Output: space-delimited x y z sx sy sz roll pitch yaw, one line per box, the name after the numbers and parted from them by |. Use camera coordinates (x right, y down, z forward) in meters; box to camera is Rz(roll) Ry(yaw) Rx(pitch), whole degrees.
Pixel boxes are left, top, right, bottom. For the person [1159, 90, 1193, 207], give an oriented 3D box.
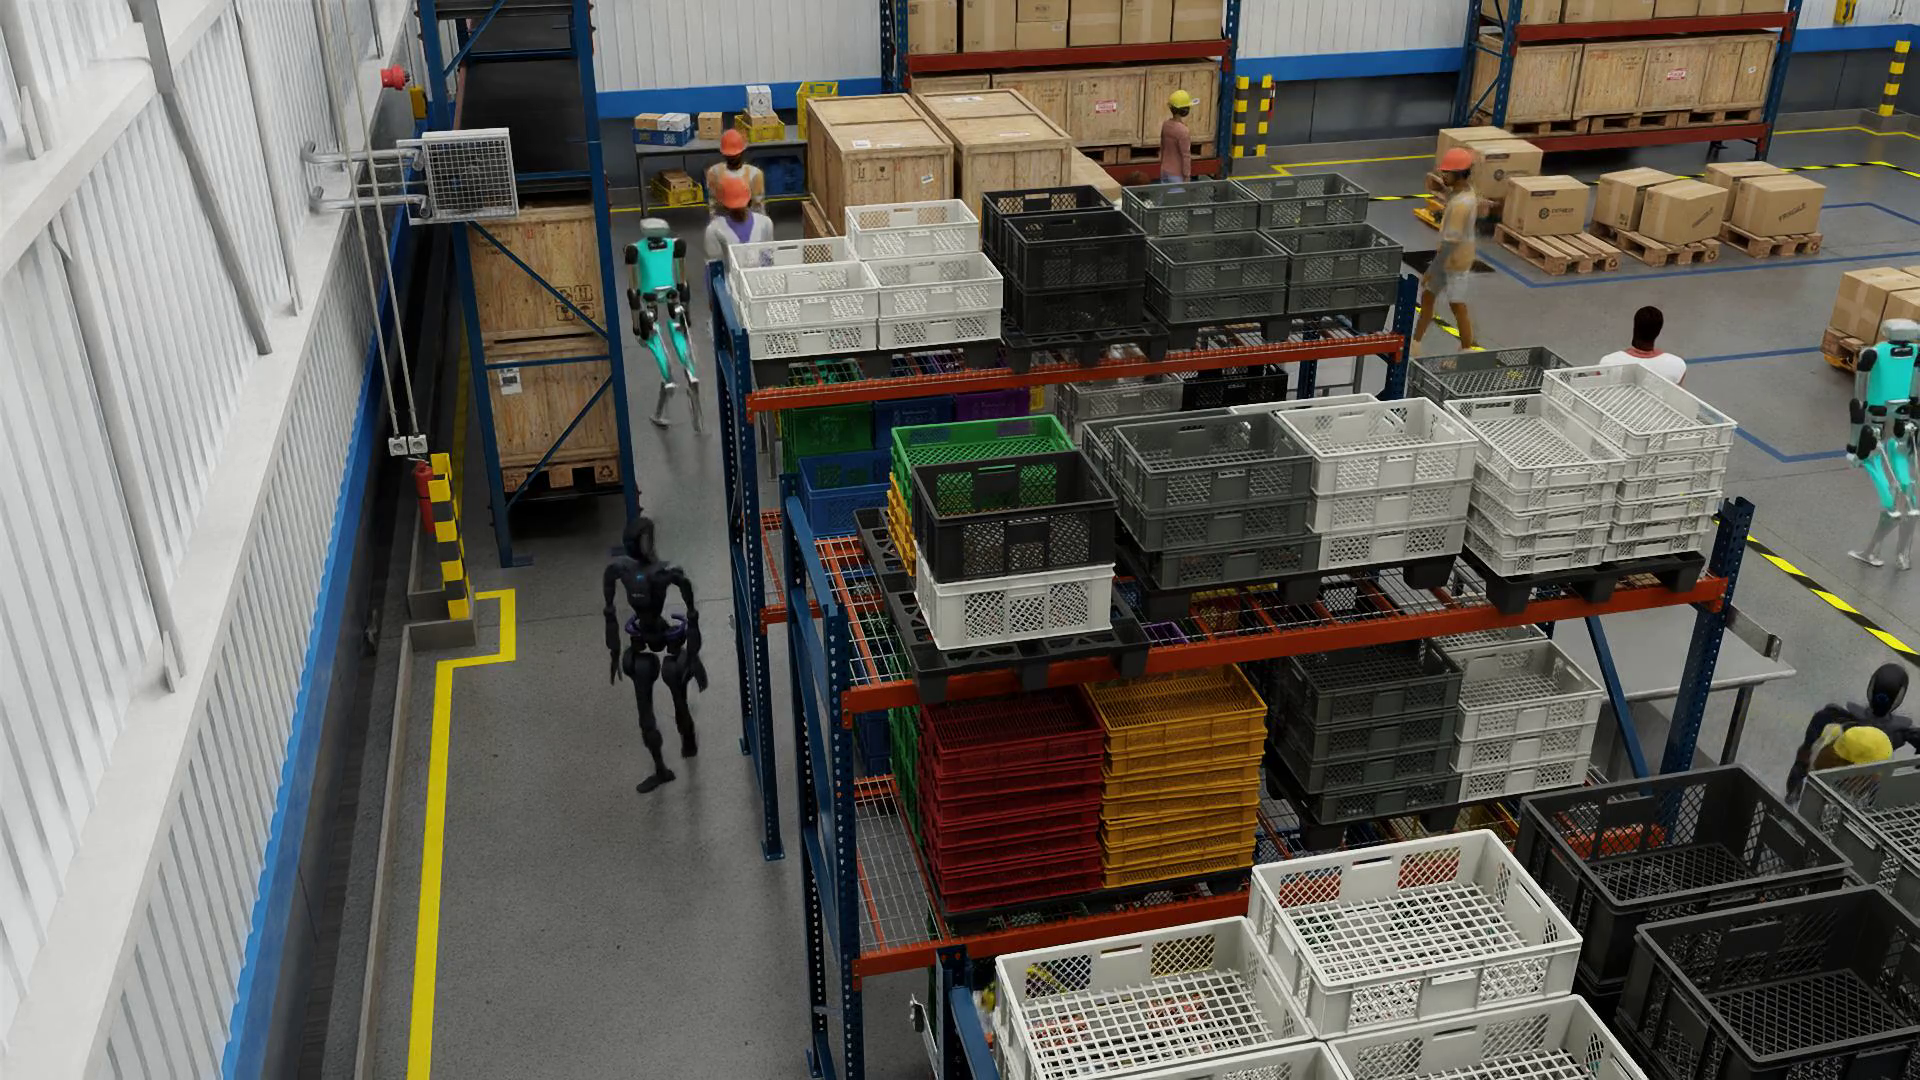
2.328 -3.955 17.939 0.299 1.772 0.524 -12 30 -21 | person

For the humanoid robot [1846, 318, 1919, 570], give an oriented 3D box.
6.565 -0.590 11.621 0.580 1.787 0.814 -4 28 -8 | humanoid robot

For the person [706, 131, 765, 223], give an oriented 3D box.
-2.120 -2.912 15.822 0.547 1.895 0.919 -2 28 -3 | person

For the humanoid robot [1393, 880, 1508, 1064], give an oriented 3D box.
1.994 2.073 6.598 0.667 1.848 0.549 -2 28 -5 | humanoid robot

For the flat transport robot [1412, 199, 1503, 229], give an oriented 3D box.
6.056 -3.825 19.274 1.431 0.197 0.652 -6 28 -12 | flat transport robot

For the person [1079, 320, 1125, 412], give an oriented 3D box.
0.968 -0.683 11.652 0.344 1.845 0.504 -9 29 -16 | person

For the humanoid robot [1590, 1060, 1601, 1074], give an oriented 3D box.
2.614 2.071 6.470 0.709 1.732 0.538 -5 28 -9 | humanoid robot

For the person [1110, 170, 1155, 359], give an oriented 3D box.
1.539 -2.412 14.937 0.429 1.840 0.630 22 35 35 | person

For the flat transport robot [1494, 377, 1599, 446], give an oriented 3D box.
4.780 -1.036 14.013 0.659 0.231 1.431 -6 28 -12 | flat transport robot

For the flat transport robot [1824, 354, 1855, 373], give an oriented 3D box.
8.473 -1.467 14.800 0.652 0.197 1.431 -6 28 -12 | flat transport robot

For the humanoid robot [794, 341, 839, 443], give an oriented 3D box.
-0.834 -0.851 12.210 0.722 1.910 0.548 -19 33 -32 | humanoid robot

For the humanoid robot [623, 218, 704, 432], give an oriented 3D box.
-2.369 -1.680 13.743 0.547 1.845 0.828 -16 32 -27 | humanoid robot

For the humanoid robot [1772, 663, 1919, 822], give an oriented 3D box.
4.292 1.302 8.062 0.598 1.642 0.351 14 31 25 | humanoid robot

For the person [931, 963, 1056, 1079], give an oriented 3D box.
0.175 2.184 6.215 0.705 1.852 0.448 19 33 32 | person

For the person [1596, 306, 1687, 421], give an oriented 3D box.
4.663 -0.703 11.628 0.580 1.911 0.394 5 28 10 | person

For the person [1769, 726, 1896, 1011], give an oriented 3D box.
3.916 1.574 7.498 0.615 1.712 0.481 24 36 37 | person

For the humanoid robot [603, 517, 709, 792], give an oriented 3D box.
-1.691 0.629 9.392 0.605 1.661 0.547 5 28 9 | humanoid robot

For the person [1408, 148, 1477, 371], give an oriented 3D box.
4.349 -2.494 14.902 0.851 2.001 0.674 6 28 11 | person

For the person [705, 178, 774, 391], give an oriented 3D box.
-1.868 -2.157 14.311 0.610 1.981 1.060 -10 29 -18 | person
